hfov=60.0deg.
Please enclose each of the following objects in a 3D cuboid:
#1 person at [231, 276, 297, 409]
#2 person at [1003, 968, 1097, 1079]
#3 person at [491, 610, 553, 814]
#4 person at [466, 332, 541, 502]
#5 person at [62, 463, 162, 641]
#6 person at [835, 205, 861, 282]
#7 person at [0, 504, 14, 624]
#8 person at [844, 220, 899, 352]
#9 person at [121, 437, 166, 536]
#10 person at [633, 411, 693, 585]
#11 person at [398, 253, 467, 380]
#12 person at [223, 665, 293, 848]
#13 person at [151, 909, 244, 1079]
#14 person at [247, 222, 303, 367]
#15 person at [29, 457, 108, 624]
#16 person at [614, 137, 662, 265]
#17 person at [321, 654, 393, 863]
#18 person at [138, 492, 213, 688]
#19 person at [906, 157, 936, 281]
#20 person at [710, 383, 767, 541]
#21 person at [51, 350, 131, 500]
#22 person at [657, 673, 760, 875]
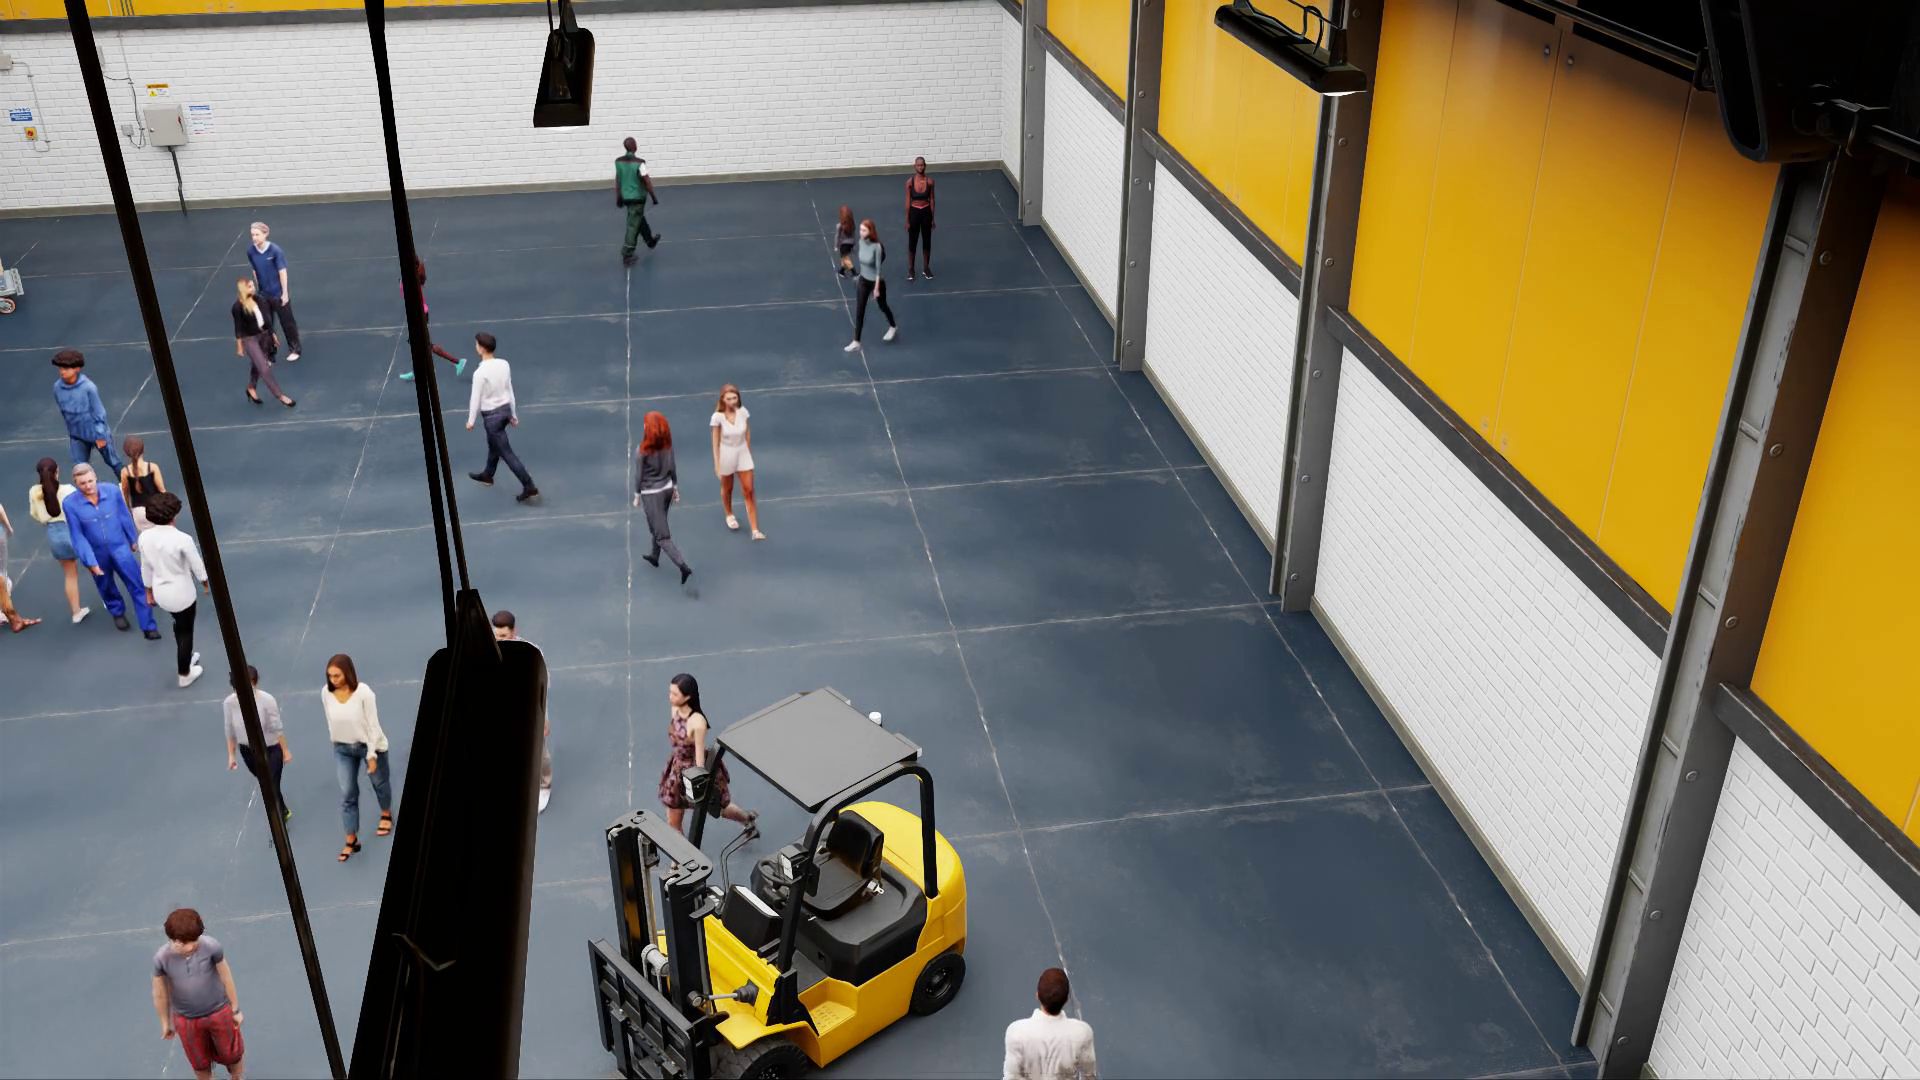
[{"bbox_3d":[-8.428,-2.327,19.741,1.015,1.628,1.084,11,30,19],"label":"person"},{"bbox_3d":[0.499,3.241,9.317,0.858,1.836,1.173,1,29,2],"label":"person"},{"bbox_3d":[-3.398,1.285,12.896,0.864,1.842,0.970,3,29,6],"label":"person"},{"bbox_3d":[-4.825,-1.263,17.577,1.183,1.833,1.249,13,31,23],"label":"person"},{"bbox_3d":[-7.825,0.068,15.186,1.047,1.786,1.259,-21,35,-33],"label":"person"},{"bbox_3d":[-1.602,-4.229,23.792,0.843,1.089,0.731,24,37,37],"label":"person"},{"bbox_3d":[-9.076,0.026,15.484,0.602,1.574,1.064,-7,29,-13],"label":"person"},{"bbox_3d":[-1.066,-3.289,21.436,1.155,1.695,1.117,24,37,37],"label":"person"},{"bbox_3d":[-7.770,-0.210,15.978,0.771,1.516,1.122,-16,32,-26],"label":"person"},{"bbox_3d":[-2.876,-0.378,16.046,1.164,1.746,1.028,24,37,36],"label":"person"},{"bbox_3d":[-6.554,-2.732,20.413,0.726,1.696,1.056,-1,29,-1],"label":"person"},{"bbox_3d":[-5.301,1.552,12.730,0.688,1.532,0.746,3,29,6],"label":"person"},{"bbox_3d":[-4.626,2.876,10.194,0.663,1.636,0.654,-5,29,-9],"label":"person"},{"bbox_3d":[-8.616,-3.134,20.993,0.808,1.848,0.962,2,29,3],"label":"person"},{"bbox_3d":[-8.324,0.029,15.449,0.665,1.602,0.740,-2,29,-4],"label":"person"},{"bbox_3d":[-4.814,-4.917,24.342,1.180,1.770,1.298,15,32,26],"label":"person"},{"bbox_3d":[-4.509,1.537,12.620,0.765,1.665,0.948,3,29,6],"label":"person"},{"bbox_3d":[-6.854,0.481,14.428,0.765,1.787,0.807,3,29,5],"label":"person"},{"bbox_3d":[-0.566,-4.620,23.811,0.573,1.757,0.529,-4,29,-7],"label":"person"},{"bbox_3d":[-2.344,-0.843,16.991,0.748,1.657,1.090,-13,31,-22],"label":"person"},{"bbox_3d":[-9.104,-1.180,17.490,0.906,1.771,1.198,3,29,6],"label":"person"},{"bbox_3d":[-1.869,1.725,12.194,1.091,1.742,1.155,-25,37,-38],"label":"person"}]
